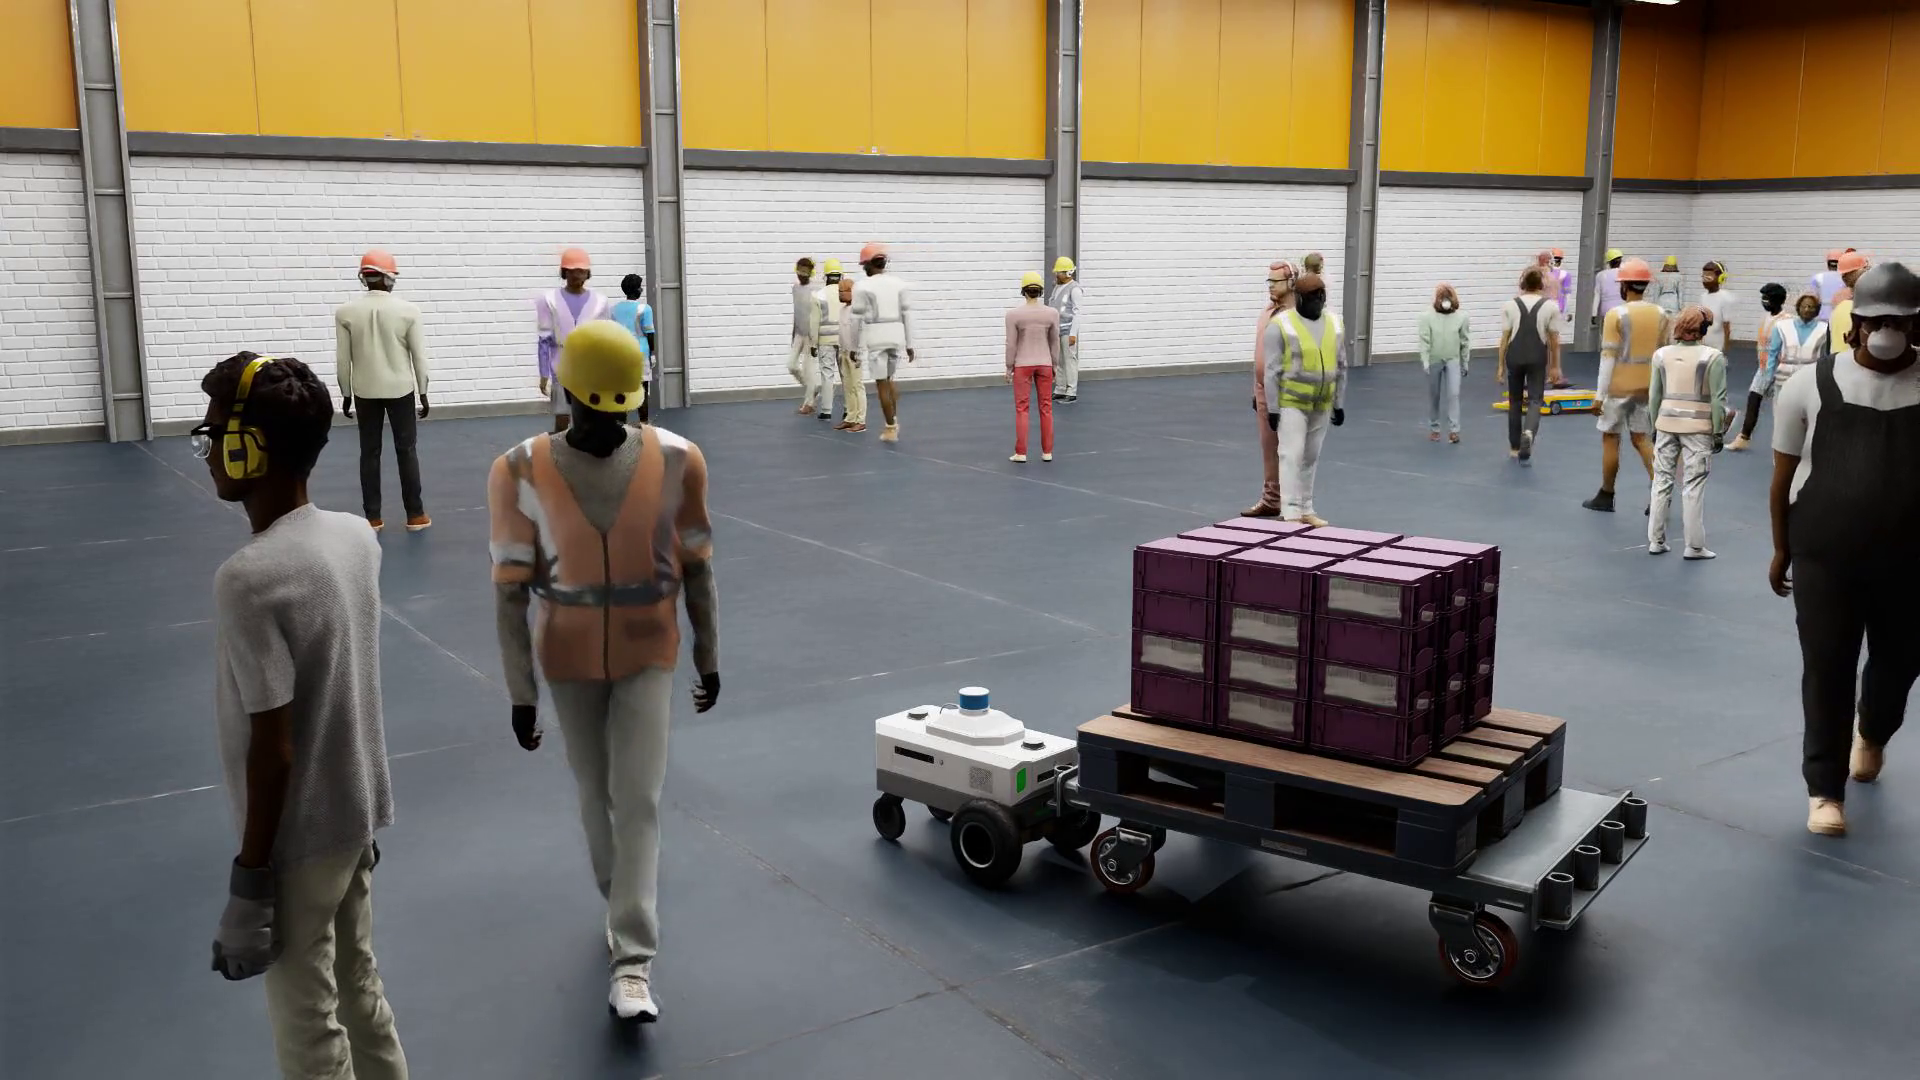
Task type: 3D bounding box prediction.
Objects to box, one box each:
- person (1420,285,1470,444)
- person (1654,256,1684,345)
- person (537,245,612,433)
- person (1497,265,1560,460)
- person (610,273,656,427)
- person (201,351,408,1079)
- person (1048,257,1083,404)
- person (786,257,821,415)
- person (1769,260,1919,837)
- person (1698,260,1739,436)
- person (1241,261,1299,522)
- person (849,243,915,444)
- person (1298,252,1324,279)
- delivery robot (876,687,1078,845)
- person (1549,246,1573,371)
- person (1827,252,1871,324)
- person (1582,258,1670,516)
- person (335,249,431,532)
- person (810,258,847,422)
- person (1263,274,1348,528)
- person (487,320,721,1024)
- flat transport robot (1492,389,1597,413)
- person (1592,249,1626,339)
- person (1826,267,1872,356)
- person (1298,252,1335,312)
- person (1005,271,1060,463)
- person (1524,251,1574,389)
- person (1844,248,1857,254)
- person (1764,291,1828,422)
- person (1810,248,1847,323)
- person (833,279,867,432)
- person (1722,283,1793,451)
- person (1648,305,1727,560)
[{"bbox_3d":[4.849,-1.743,16.654,0.502,1.588,0.868,2,11,12],"label":"person"},{"bbox_3d":[12.416,-4.101,29.170,0.485,1.744,0.294,5,12,26],"label":"person"},{"bbox_3d":[-3.160,-1.407,13.667,0.613,2.020,0.894,-3,11,-16],"label":"person"},{"bbox_3d":[5.231,-1.618,15.352,0.516,1.824,0.741,4,11,23],"label":"person"},{"bbox_3d":[-3.406,-1.926,17.369,0.542,1.698,0.316,4,11,21],"label":"person"},{"bbox_3d":[-1.255,0.581,3.156,0.327,1.872,0.516,0,10,2],"label":"person"},{"bbox_3d":[1.299,-2.627,20.849,0.404,1.831,0.588,-5,12,-26],"label":"person"},{"bbox_3d":[-1.808,-2.384,19.472,0.525,1.846,0.420,9,14,40],"label":"person"},{"bbox_3d":[3.283,-0.023,5.998,0.684,2.000,0.914,4,11,23],"label":"person"},{"bbox_3d":[7.678,-1.905,16.867,0.557,1.846,0.578,-2,11,-13],"label":"person"},{"bbox_3d":[2.333,-1.073,12.129,0.406,1.904,0.654,-5,11,-25],"label":"person"},{"bbox_3d":[-0.810,-1.973,16.787,0.643,2.001,0.642,-7,13,-35],"label":"person"},{"bbox_3d":[4.263,-2.627,20.701,1.001,1.904,0.644,-1,10,-8],"label":"person"},{"bbox_3d":[0.046,0.741,5.627,0.707,0.478,0.477,9,14,41],"label":"delivery robot"},{"bbox_3d":[9.145,-3.549,25.646,0.558,1.932,0.409,8,13,38],"label":"person"},{"bbox_3d":[8.512,-1.754,15.798,0.899,1.926,0.635,-4,11,-20],"label":"person"},{"bbox_3d":[5.018,-1.130,12.440,0.554,1.950,0.576,-3,11,-18],"label":"person"},{"bbox_3d":[-4.063,-1.049,11.755,0.618,1.990,0.394,-1,10,-8],"label":"person"},{"bbox_3d":[-1.421,-2.252,18.789,0.588,1.833,0.404,-5,11,-24],"label":"person"},{"bbox_3d":[2.443,-0.940,11.672,0.634,1.820,0.582,-5,11,-24],"label":"person"},{"bbox_3d":[-0.947,0.338,4.515,0.601,1.853,0.962,-2,10,-10],"label":"person"},{"bbox_3d":[7.148,-1.660,19.827,1.431,0.197,0.652,-4,11,-21],"label":"flat transport robot"},{"bbox_3d":[9.965,-3.454,25.200,0.700,1.888,0.693,4,11,21],"label":"person"},{"bbox_3d":[7.034,-1.199,12.994,0.429,1.841,0.634,-1,10,-7],"label":"person"},{"bbox_3d":[4.955,-3.105,23.363,0.667,1.870,0.502,8,13,38],"label":"person"},{"bbox_3d":[0.662,-1.588,15.335,0.525,1.769,0.308,-3,11,-14],"label":"person"},{"bbox_3d":[8.041,-2.988,22.696,0.820,1.877,0.677,-4,11,-20],"label":"person"},{"bbox_3d":[15.240,-4.057,28.546,0.574,1.884,0.361,-1,10,-3],"label":"person"},{"bbox_3d":[7.352,-1.375,14.579,0.524,1.613,0.723,6,12,29],"label":"person"},{"bbox_3d":[12.082,-3.088,23.130,0.565,1.916,0.436,4,11,20],"label":"person"},{"bbox_3d":[-1.169,-1.968,17.783,0.286,1.632,0.501,-5,12,-27],"label":"person"},{"bbox_3d":[7.883,-1.647,15.995,0.844,1.646,0.554,0,10,0],"label":"person"},{"bbox_3d":[4.696,-0.693,10.768,0.311,1.642,0.512,-8,13,-36],"label":"person"}]
